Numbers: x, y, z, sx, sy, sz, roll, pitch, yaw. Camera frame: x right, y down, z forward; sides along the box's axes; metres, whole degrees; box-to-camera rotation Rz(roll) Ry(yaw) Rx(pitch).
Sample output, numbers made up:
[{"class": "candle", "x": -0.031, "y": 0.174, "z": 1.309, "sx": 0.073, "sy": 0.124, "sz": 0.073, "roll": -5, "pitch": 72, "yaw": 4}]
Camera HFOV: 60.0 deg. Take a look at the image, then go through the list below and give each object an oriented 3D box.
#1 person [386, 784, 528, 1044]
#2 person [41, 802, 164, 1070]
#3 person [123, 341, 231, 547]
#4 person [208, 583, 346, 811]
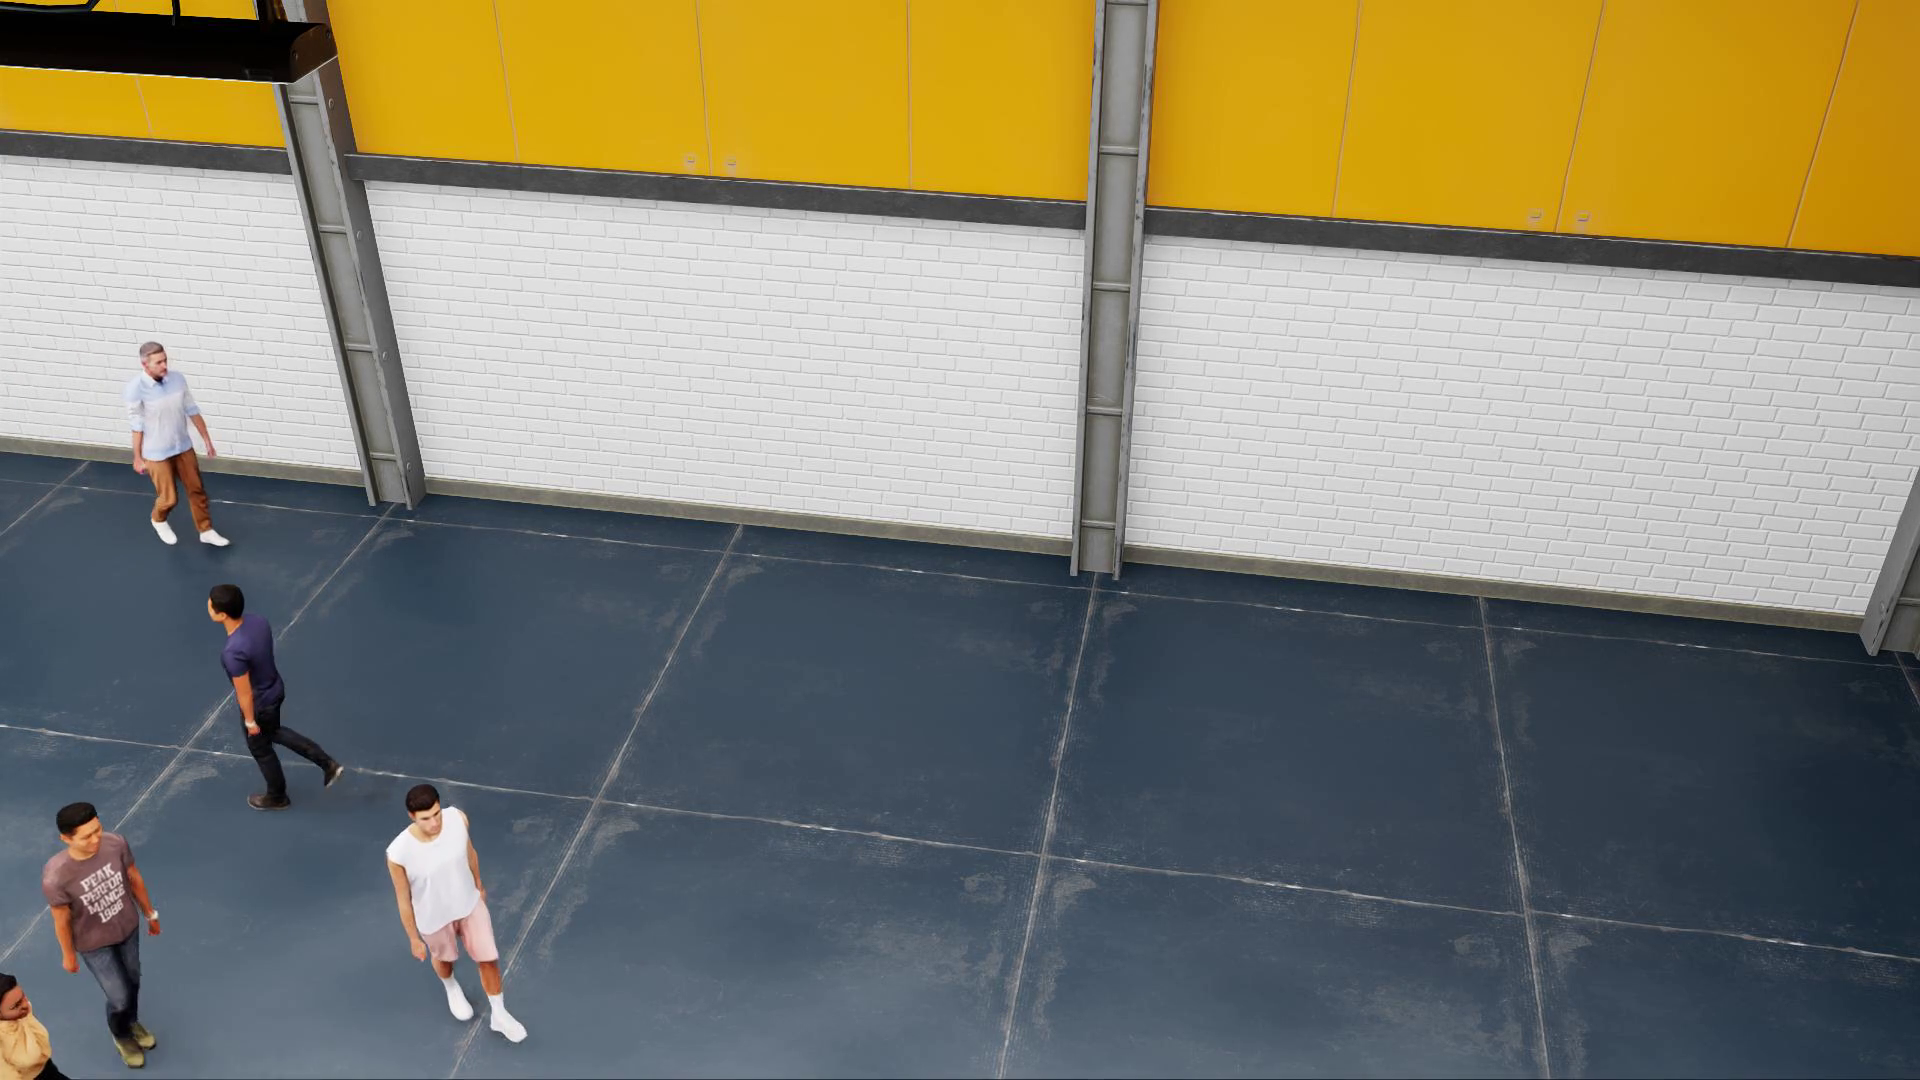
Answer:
[{"class": "person", "x": -2.859, "y": 1.965, "z": 9.154, "sx": 0.968, "sy": 1.760, "sz": 1.047, "roll": -24, "pitch": 41, "yaw": -32}, {"class": "person", "x": -4.669, "y": 2.076, "z": 8.988, "sx": 0.749, "sy": 1.759, "sz": 0.749, "roll": 21, "pitch": 39, "yaw": 28}, {"class": "person", "x": -6.280, "y": -0.729, "z": 13.159, "sx": 0.964, "sy": 1.812, "sz": 0.877, "roll": 15, "pitch": 37, "yaw": 22}, {"class": "person", "x": -4.363, "y": 1.012, "z": 10.569, "sx": 0.927, "sy": 1.782, "sz": 0.721, "roll": 1, "pitch": 34, "yaw": 2}]
